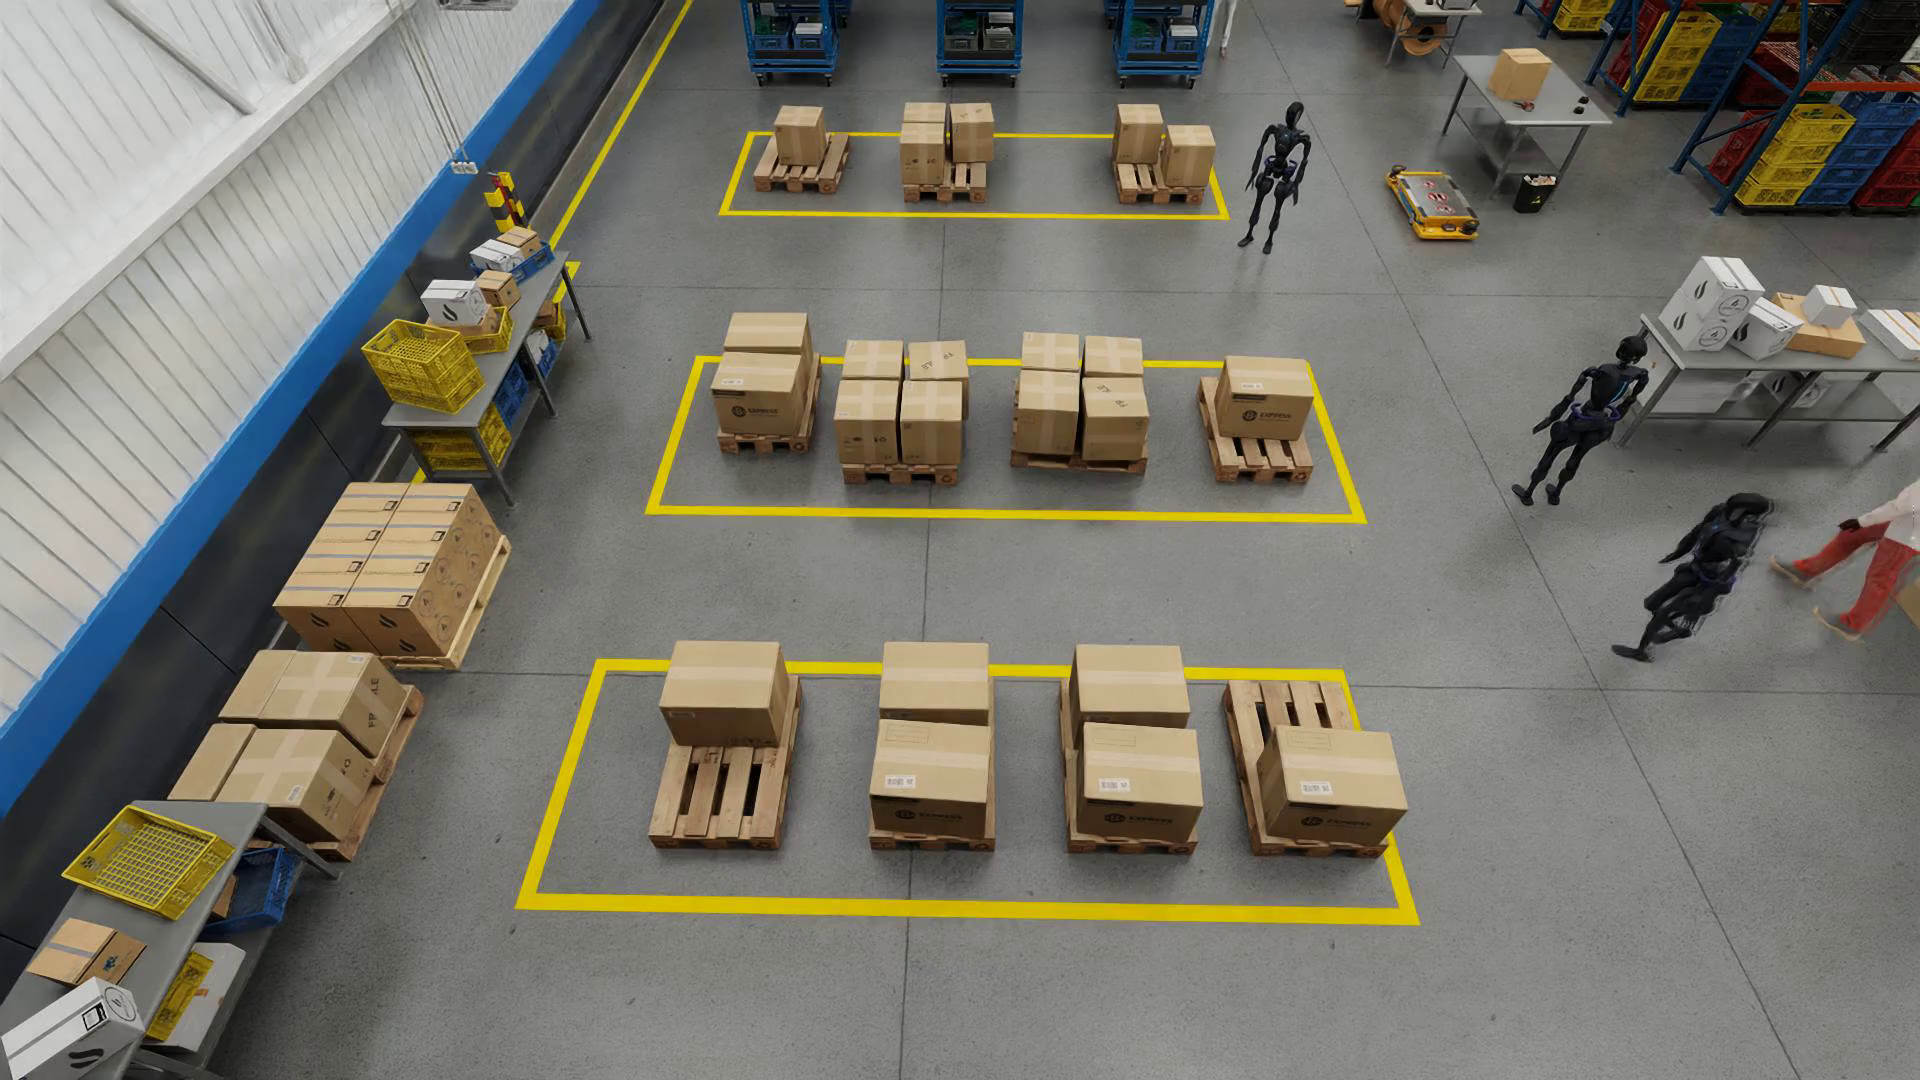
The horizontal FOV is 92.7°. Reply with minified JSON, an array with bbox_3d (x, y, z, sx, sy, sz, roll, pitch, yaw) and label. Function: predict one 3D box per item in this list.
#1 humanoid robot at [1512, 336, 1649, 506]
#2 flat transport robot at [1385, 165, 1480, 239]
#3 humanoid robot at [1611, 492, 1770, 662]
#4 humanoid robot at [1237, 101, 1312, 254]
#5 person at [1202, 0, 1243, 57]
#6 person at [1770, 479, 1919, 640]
[{"bbox_3d":[5.037,-0.946,7.412,0.609,1.656,0.313,1,49,1],"label":"humanoid robot"},{"bbox_3d":[5.692,-4.094,11.059,0.652,0.197,1.431,1,49,1],"label":"flat transport robot"},{"bbox_3d":[5.147,0.269,6.374,0.473,1.636,0.630,14,51,12],"label":"humanoid robot"},{"bbox_3d":[3.443,-3.929,9.993,0.600,1.657,0.331,25,54,20],"label":"humanoid robot"},{"bbox_3d":[3.965,-8.169,13.537,0.574,1.882,0.361,10,50,8],"label":"person"},{"bbox_3d":[6.683,-0.144,6.553,0.608,1.942,0.934,-25,54,-20],"label":"person"}]
